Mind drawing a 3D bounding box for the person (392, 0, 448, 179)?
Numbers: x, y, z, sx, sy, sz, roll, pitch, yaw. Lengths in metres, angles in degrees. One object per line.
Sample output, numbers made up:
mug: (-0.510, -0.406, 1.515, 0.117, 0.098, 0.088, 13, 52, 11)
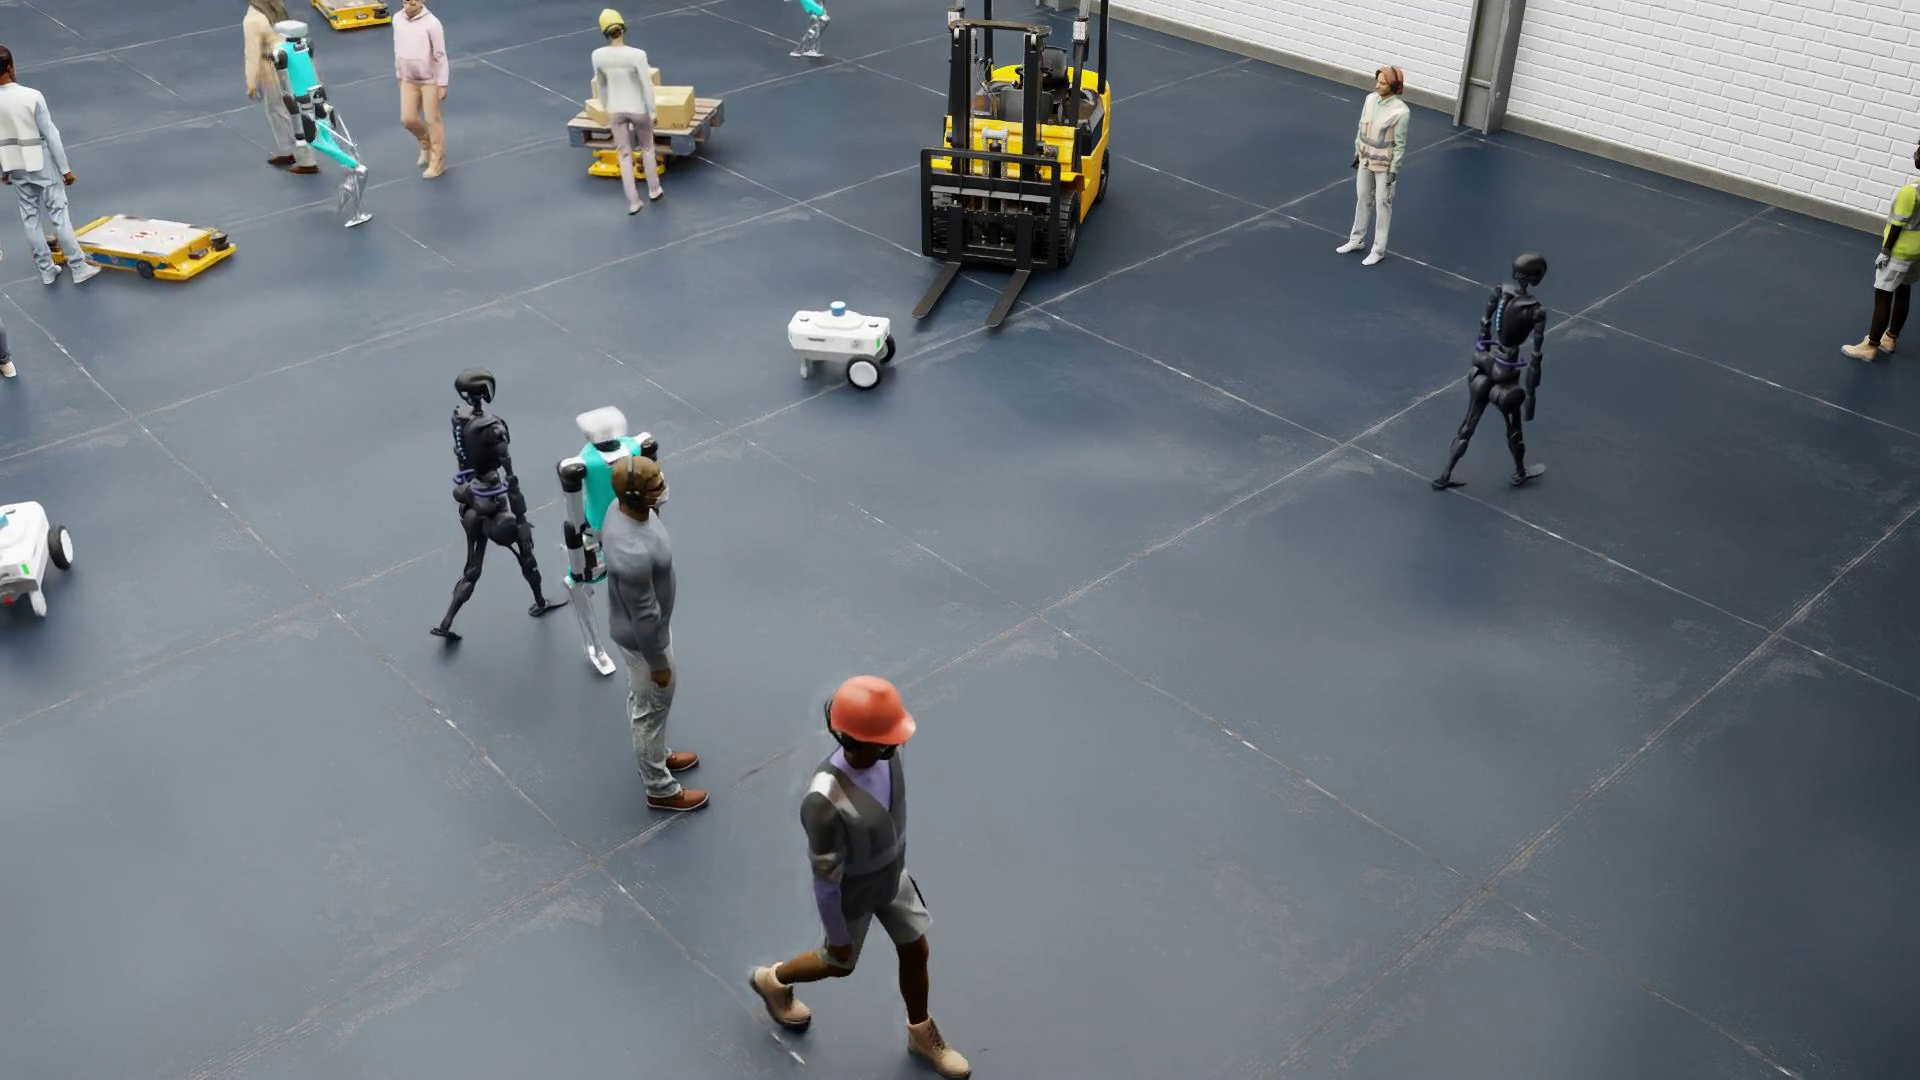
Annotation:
person: (-4.936, -4.206, 15.268, 0.561, 1.760, 0.464, 9, 34, 13)

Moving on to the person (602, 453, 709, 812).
person: (-1.486, 0.440, 7.968, 0.378, 1.940, 0.627, -7, 34, -10)

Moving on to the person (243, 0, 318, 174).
person: (-6.384, -4.280, 15.304, 0.729, 1.848, 0.591, 5, 33, 7)

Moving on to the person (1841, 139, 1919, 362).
person: (6.887, -2.123, 12.132, 0.534, 1.693, 0.319, -20, 38, -28)

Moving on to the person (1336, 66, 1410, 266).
person: (3.424, -3.078, 13.645, 0.306, 1.640, 0.513, -18, 37, -25)

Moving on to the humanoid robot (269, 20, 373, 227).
humanoid robot: (-5.349, -3.493, 14.243, 0.858, 1.812, 0.546, 11, 35, 16)

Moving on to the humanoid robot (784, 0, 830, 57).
humanoid robot: (-1.656, -6.063, 18.177, 0.827, 1.799, 0.543, 15, 36, 22)

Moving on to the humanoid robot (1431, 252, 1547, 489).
humanoid robot: (3.462, -1.070, 10.556, 0.745, 1.631, 0.603, -12, 35, -18)

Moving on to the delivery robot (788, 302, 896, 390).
delivery robot: (-0.856, -1.453, 12.137, 0.755, 0.587, 0.525, 6, 33, 9)

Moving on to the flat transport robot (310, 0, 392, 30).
flat transport robot: (-7.387, -6.464, 20.109, 0.659, 0.231, 1.431, -17, 37, -25)

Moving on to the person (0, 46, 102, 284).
person: (-7.378, -2.954, 13.206, 0.587, 1.914, 0.392, 0, 33, 0)

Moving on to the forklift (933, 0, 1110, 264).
forklift: (0.570, -3.725, 14.138, 1.214, 2.155, 2.313, 9, 34, 13)

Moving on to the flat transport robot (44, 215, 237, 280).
flat transport robot: (-6.896, -2.462, 13.956, 1.431, 0.231, 0.659, 10, 34, 15)

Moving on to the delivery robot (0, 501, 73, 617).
delivery robot: (-5.575, 0.094, 9.783, 0.499, 0.614, 0.815, -10, 34, -15)

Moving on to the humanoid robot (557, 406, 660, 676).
humanoid robot: (-1.937, 0.008, 8.845, 0.540, 1.794, 0.819, -23, 40, -31)

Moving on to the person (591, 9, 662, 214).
person: (-2.925, -3.783, 14.647, 0.551, 1.726, 0.645, 2, 33, 4)

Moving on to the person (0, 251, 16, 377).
person: (-7.134, -1.944, 11.696, 0.417, 1.863, 0.819, 18, 37, 26)

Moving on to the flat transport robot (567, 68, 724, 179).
flat transport robot: (-2.994, -3.816, 16.038, 0.659, 0.231, 1.431, 7, 34, 11)

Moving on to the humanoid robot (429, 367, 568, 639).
humanoid robot: (-2.661, -0.177, 9.223, 0.601, 1.641, 0.824, 27, 42, 35)

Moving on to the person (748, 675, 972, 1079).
person: (-0.443, 1.311, 6.574, 0.951, 2.010, 0.613, 18, 37, 25)
